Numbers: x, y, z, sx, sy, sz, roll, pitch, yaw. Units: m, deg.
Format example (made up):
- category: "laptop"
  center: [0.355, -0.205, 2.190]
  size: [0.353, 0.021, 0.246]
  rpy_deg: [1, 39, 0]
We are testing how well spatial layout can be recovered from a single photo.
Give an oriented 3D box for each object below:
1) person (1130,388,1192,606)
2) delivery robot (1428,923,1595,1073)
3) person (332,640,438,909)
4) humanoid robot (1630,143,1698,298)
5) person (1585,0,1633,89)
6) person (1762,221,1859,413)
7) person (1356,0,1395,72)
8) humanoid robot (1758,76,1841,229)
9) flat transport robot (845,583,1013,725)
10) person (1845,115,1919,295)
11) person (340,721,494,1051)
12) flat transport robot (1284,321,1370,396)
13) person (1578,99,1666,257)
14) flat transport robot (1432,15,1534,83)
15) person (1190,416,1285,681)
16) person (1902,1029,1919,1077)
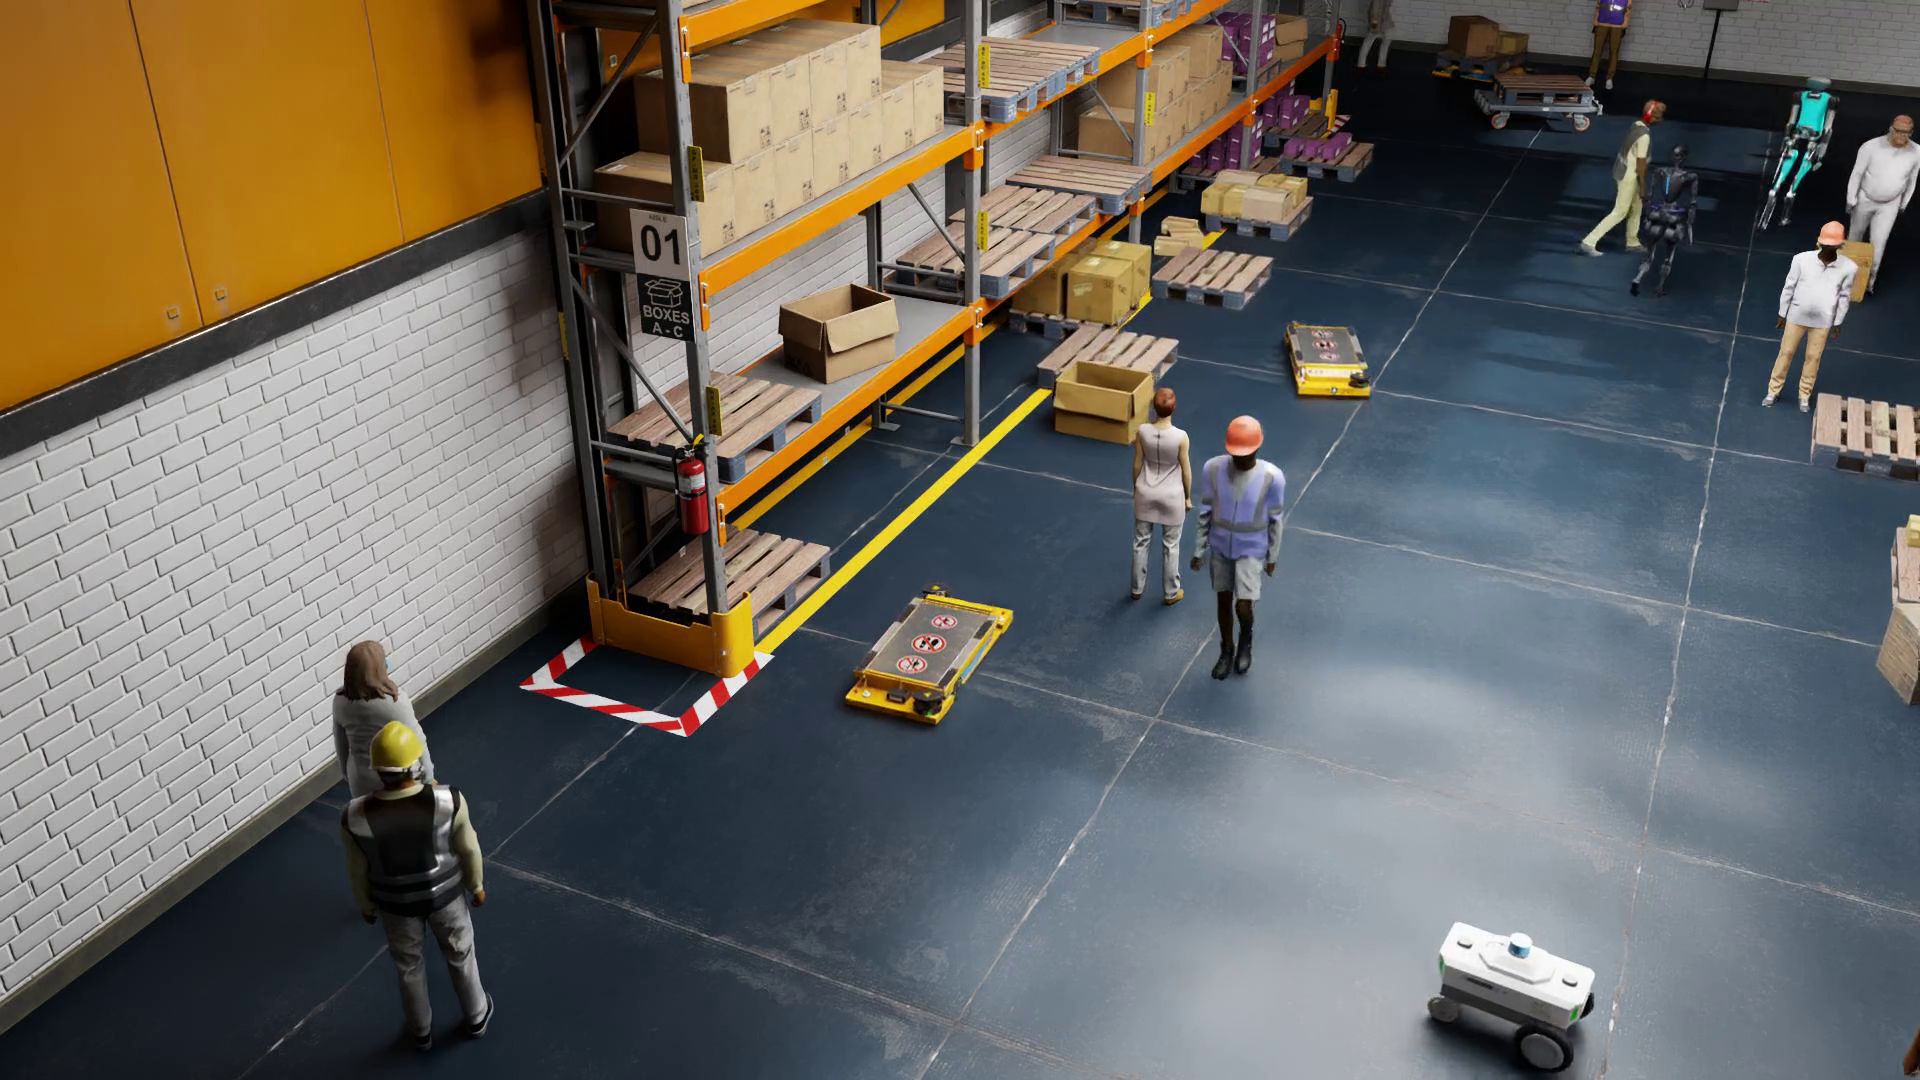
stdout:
- category: "person"
  center: [1.431, -0.309, 11.831]
  size: [0.442, 1.662, 0.285]
  rpy_deg: [11, 30, 20]
- category: "delivery robot"
  center: [2.780, 2.239, 8.292]
  size: [0.792, 0.611, 0.499]
  rpy_deg: [16, 32, 27]
- category: "person"
  center: [-3.056, 1.266, 8.910]
  size: [0.494, 1.660, 0.338]
  rpy_deg: [2, 28, 4]
- category: "humanoid robot"
  center: [7.372, -3.317, 17.397]
  size: [0.525, 1.636, 0.584]
  rpy_deg: [-24, 37, -37]
- category: "person"
  center: [10.126, -8.029, 25.867]
  size: [0.535, 1.931, 0.408]
  rpy_deg: [16, 32, 27]
- category: "person"
  center: [7.609, -2.000, 14.871]
  size: [0.558, 1.751, 0.324]
  rpy_deg: [13, 31, 23]
- category: "person"
  center: [6.778, -8.404, 26.713]
  size: [0.694, 1.791, 0.530]
  rpy_deg: [21, 35, 33]
- category: "humanoid robot"
  center: [9.775, -4.431, 19.519]
  size: [0.763, 1.896, 0.544]
  rpy_deg: [-23, 36, -36]
- category: "flat transport robot"
  center: [-0.187, 0.756, 11.326]
  size: [0.659, 0.231, 1.431]
  rpy_deg: [11, 30, 19]
- category: "person"
  center: [9.829, -3.636, 17.809]
  size: [0.646, 1.851, 1.028]
  rpy_deg: [11, 30, 20]
- category: "person"
  center: [-2.591, 1.668, 7.990]
  size: [0.598, 1.827, 0.404]
  rpy_deg: [-8, 29, -14]
- category: "flat transport robot"
  center: [3.509, -1.743, 15.959]
  size: [0.659, 0.231, 1.431]
  rpy_deg: [2, 28, 4]
- category: "person"
  center: [7.477, -4.046, 18.624]
  size: [0.807, 1.806, 0.581]
  rpy_deg: [7, 29, 14]
- category: "flat transport robot"
  center: [8.368, -7.478, 26.594]
  size: [1.431, 0.231, 0.659]
  rpy_deg: [22, 35, 35]
- category: "person"
  center: [1.799, 0.064, 10.877]
  size: [0.546, 1.922, 0.420]
  rpy_deg: [13, 31, 23]
- category: "person"
  center: [4.324, 2.176, 7.033]
  size: [0.580, 1.845, 0.605]
  rpy_deg: [11, 30, 20]
